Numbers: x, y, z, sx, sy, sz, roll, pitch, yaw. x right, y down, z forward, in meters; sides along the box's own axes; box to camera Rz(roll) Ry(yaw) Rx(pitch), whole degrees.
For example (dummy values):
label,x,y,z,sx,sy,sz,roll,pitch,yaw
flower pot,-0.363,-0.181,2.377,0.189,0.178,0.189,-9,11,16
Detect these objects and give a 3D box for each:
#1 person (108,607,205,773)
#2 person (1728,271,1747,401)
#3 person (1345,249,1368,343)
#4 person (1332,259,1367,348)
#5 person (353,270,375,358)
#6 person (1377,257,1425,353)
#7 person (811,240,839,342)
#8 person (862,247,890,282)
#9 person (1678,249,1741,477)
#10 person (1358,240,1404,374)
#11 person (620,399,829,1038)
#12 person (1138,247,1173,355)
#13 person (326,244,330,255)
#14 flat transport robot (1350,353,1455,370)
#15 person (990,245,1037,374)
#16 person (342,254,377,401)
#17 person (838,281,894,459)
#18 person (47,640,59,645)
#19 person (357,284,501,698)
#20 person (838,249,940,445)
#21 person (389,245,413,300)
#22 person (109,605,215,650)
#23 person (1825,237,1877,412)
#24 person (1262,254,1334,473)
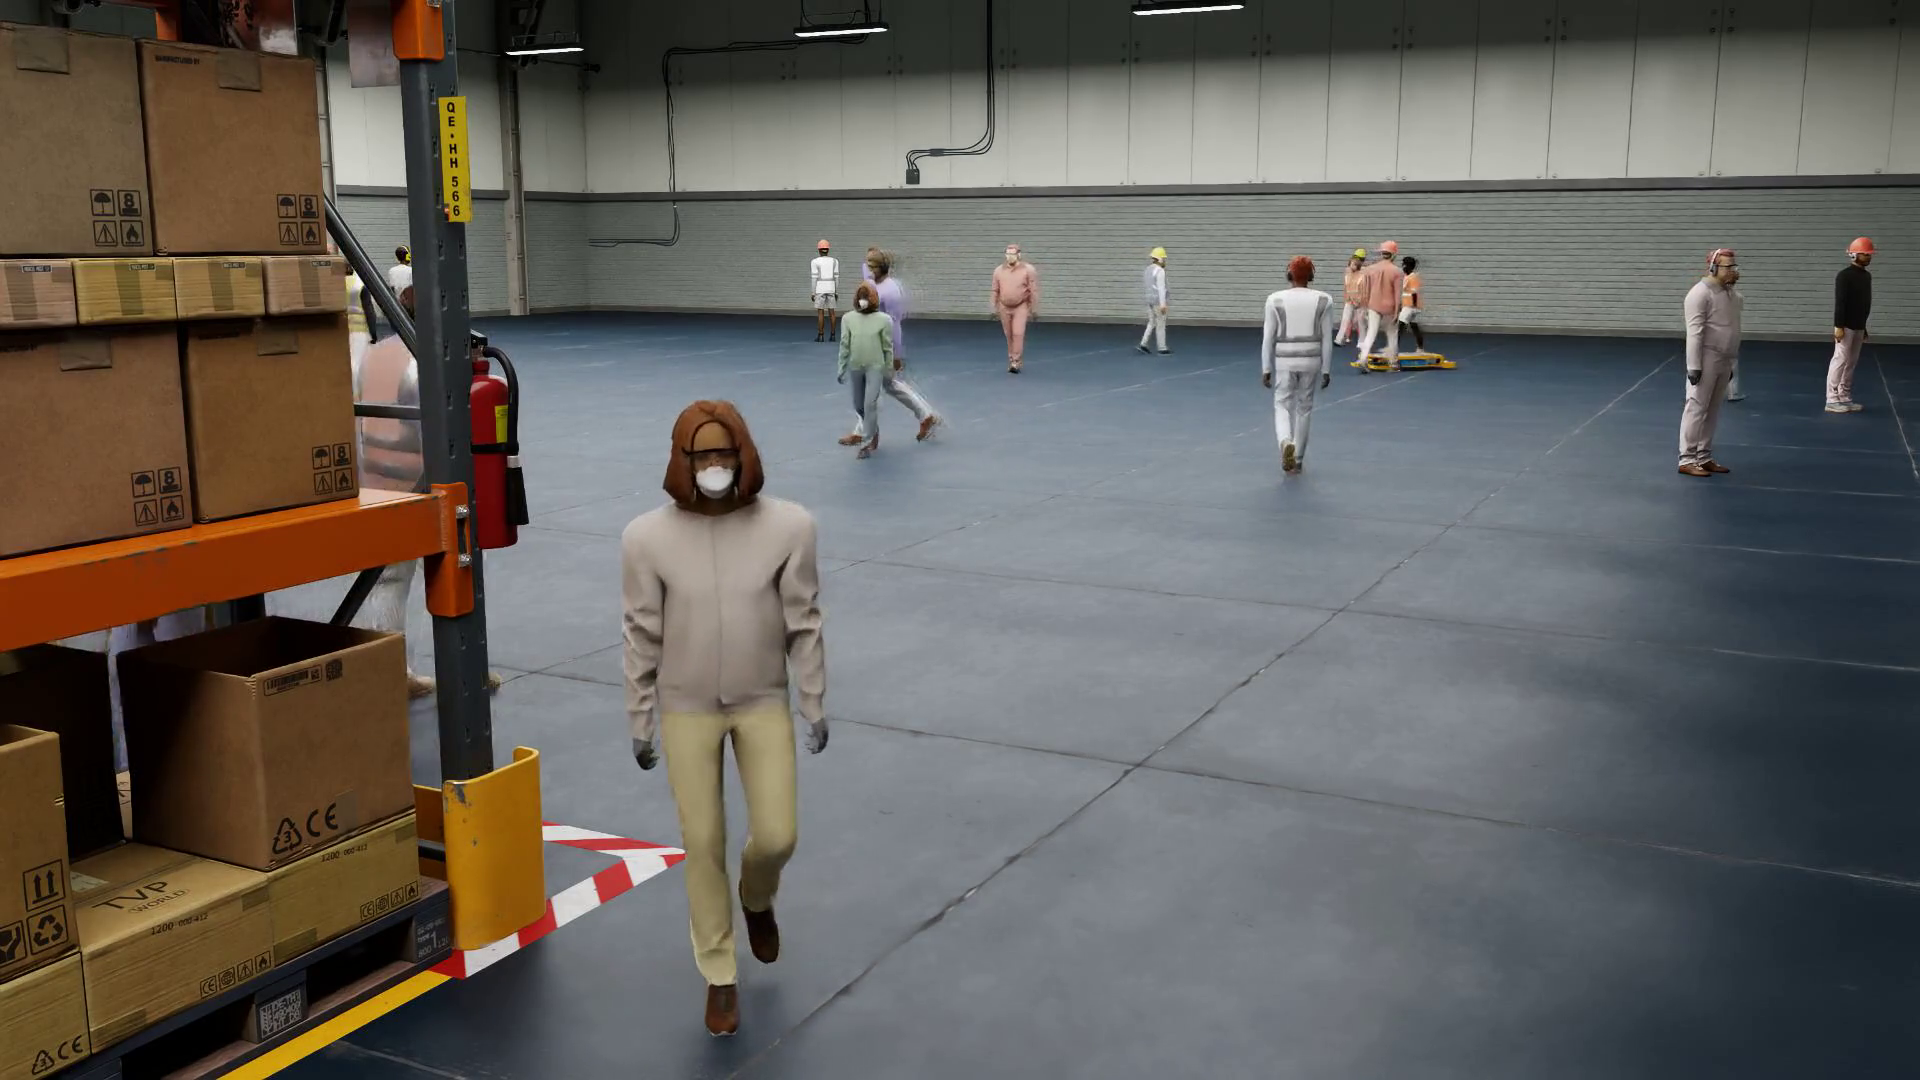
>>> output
label,x,y,z,sx,sy,sz,roll,pitch,yaw
person,-2.655,0.127,5.674,0.725,1.741,0.524,-9,14,-42
person,9.283,-2.469,20.171,0.774,1.605,0.525,-7,12,-34
person,7.451,-4.556,31.141,0.525,1.769,0.316,9,14,40
person,7.011,-4.213,29.725,0.514,1.591,0.884,10,14,42
person,-9.168,-3.539,25.411,0.590,1.833,0.404,4,11,21
person,7.386,-3.874,27.690,0.856,1.654,0.539,2,11,9
person,-2.575,-4.732,31.632,0.550,1.935,0.359,-5,11,-24
person,-1.579,-4.425,30.315,0.597,1.796,0.942,5,12,27
person,6.365,-1.494,14.056,0.651,1.906,0.403,-9,14,-40
person,6.171,-3.404,24.362,0.610,1.958,0.975,8,13,36
person,-0.603,0.437,4.287,0.525,1.620,0.412,-2,11,-9
person,3.342,-4.038,28.162,0.448,1.833,0.606,-3,11,-17
person,-11.057,-4.256,29.079,0.560,1.918,0.499,-3,11,-17
flat transport robot,6.698,-2.711,25.158,1.431,0.197,0.652,-4,11,-19
person,0.742,-3.369,24.368,0.678,1.865,0.915,4,11,19
person,-7.345,-2.523,19.960,0.634,1.808,0.900,1,10,7
person,-0.844,-1.577,15.326,0.503,1.610,0.746,3,11,18
person,-4.333,-0.336,7.980,0.605,1.827,0.630,1,10,4
person,-2.311,-0.199,7.240,0.652,1.815,0.626,8,13,36
person,-0.676,-1.858,16.079,0.961,1.902,0.636,-2,11,-13
person,-8.219,-3.438,24.744,0.512,1.877,0.328,4,11,21
person,-2.901,-0.078,6.088,0.916,1.986,0.660,7,12,32
person,10.265,-2.466,19.119,0.622,1.992,0.396,-7,13,-35
person,2.839,-1.458,13.982,0.582,1.865,0.666,1,10,7
